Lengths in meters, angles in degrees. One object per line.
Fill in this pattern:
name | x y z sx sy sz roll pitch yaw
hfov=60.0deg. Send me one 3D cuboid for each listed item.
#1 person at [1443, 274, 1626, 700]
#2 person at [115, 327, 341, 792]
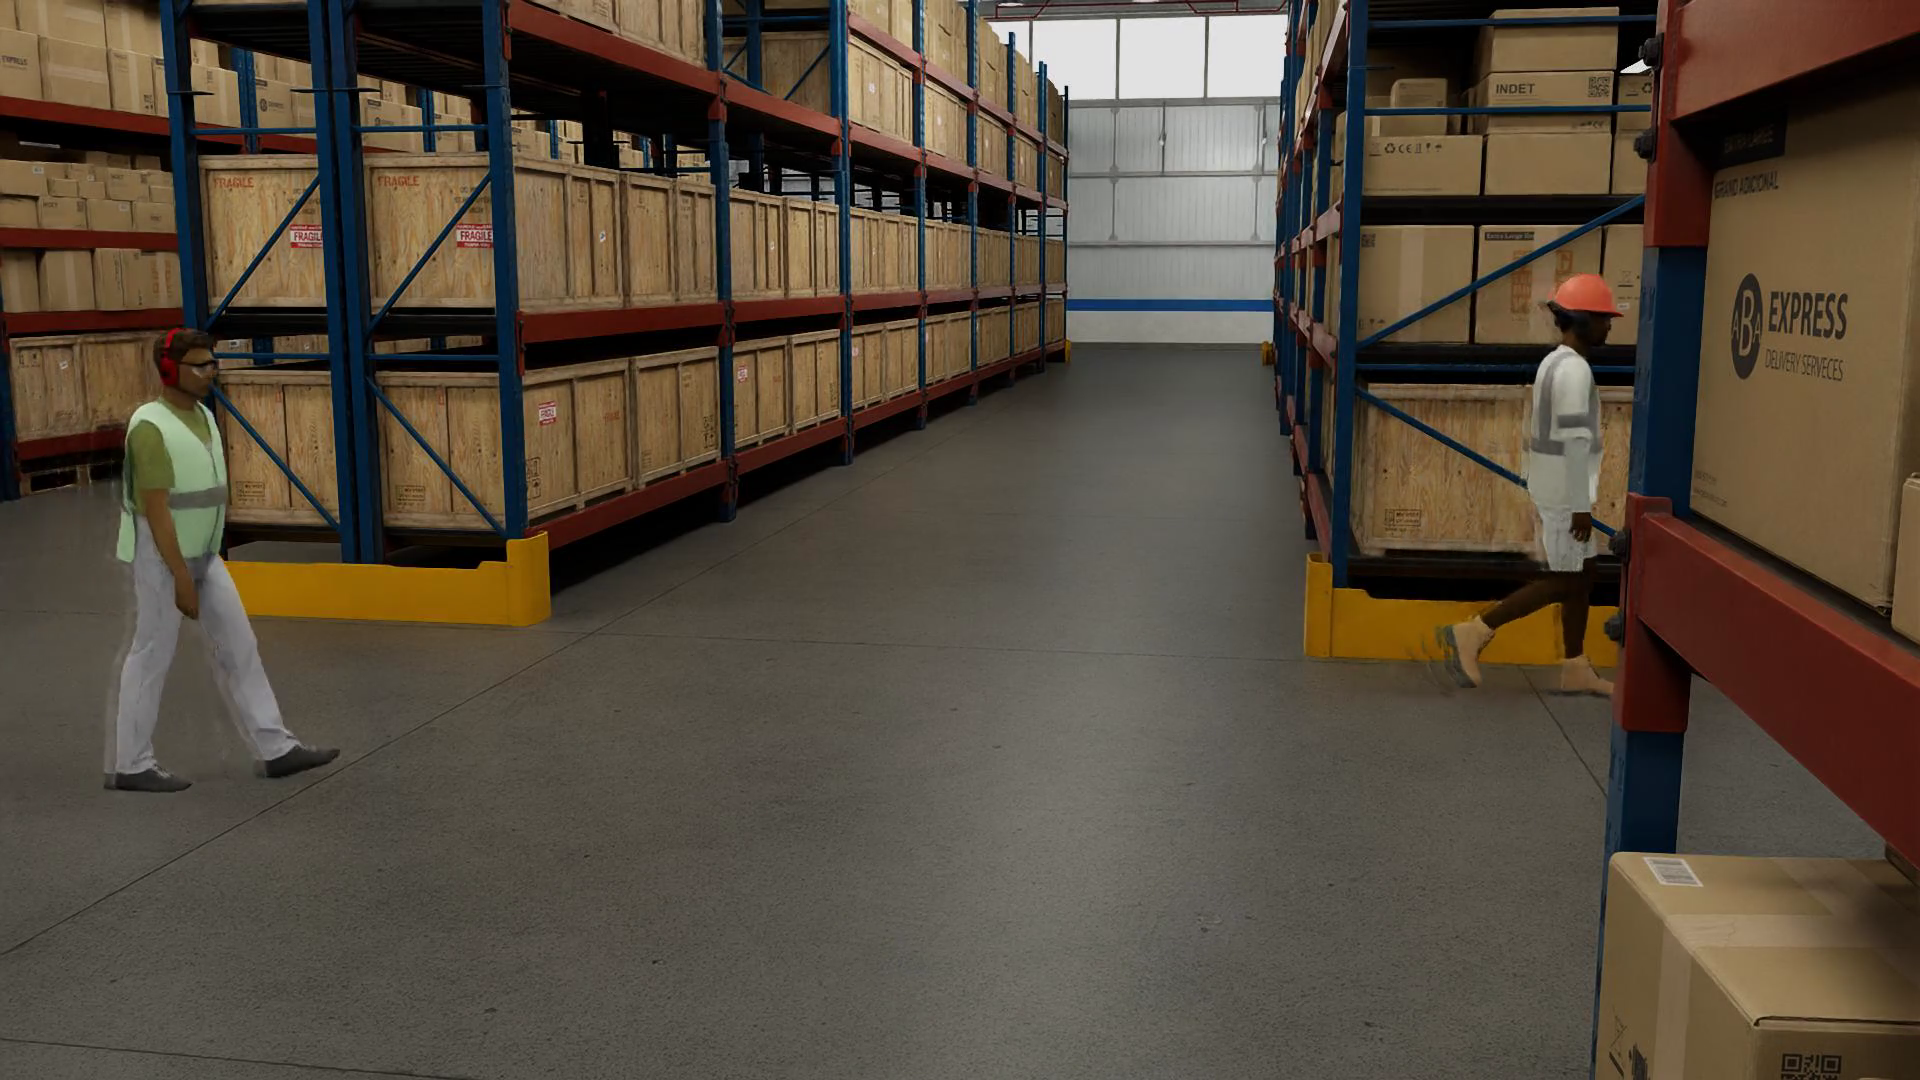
person | 2.756 -0.232 7.804 0.788 2.020 0.622 3 10 16
person | -2.906 0.093 6.427 0.906 1.801 0.594 0 9 0
